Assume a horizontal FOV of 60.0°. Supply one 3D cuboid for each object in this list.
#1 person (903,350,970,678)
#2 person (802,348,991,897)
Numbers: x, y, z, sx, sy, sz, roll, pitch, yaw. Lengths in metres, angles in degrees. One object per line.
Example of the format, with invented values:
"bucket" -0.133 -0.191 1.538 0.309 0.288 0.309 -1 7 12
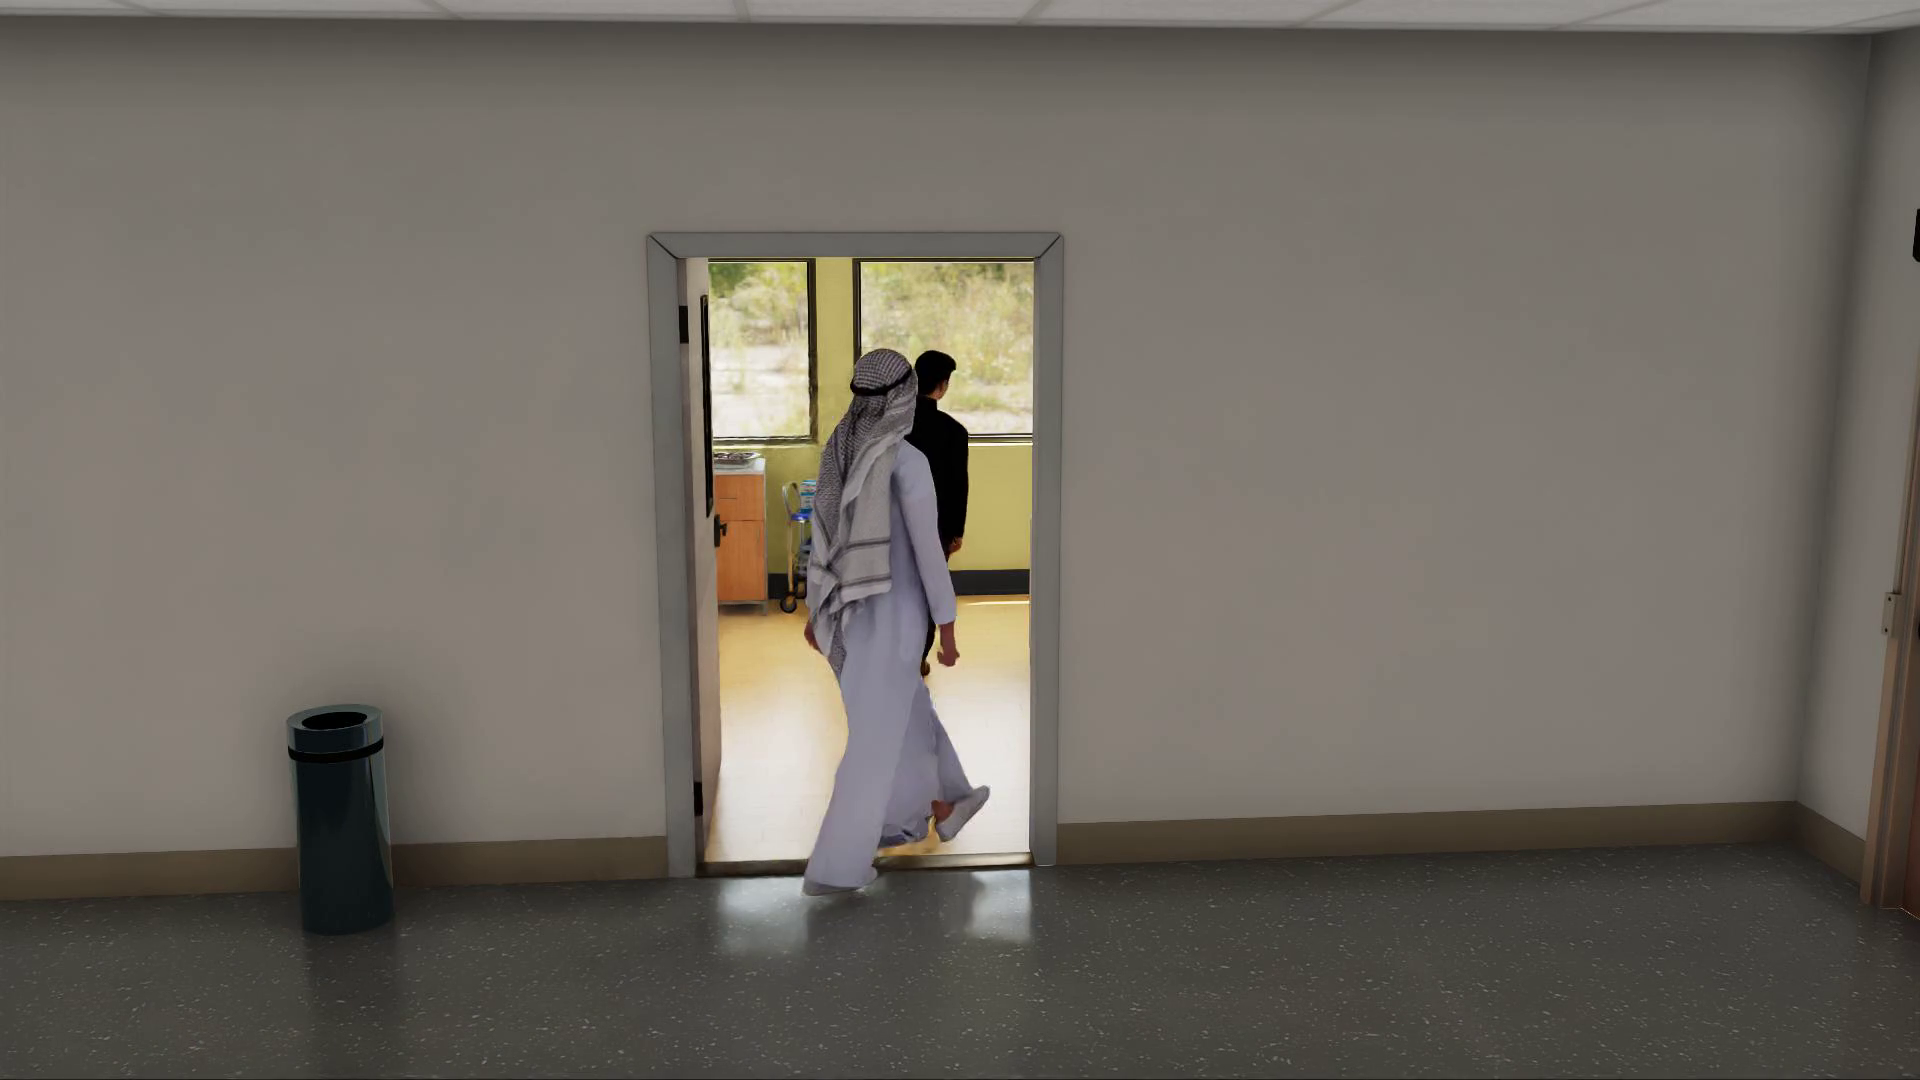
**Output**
"person" -0.224 -0.089 8.386 0.844 1.708 0.842 1 11 7
"person" -0.357 0.318 5.748 1.298 1.892 1.159 -10 14 -41
